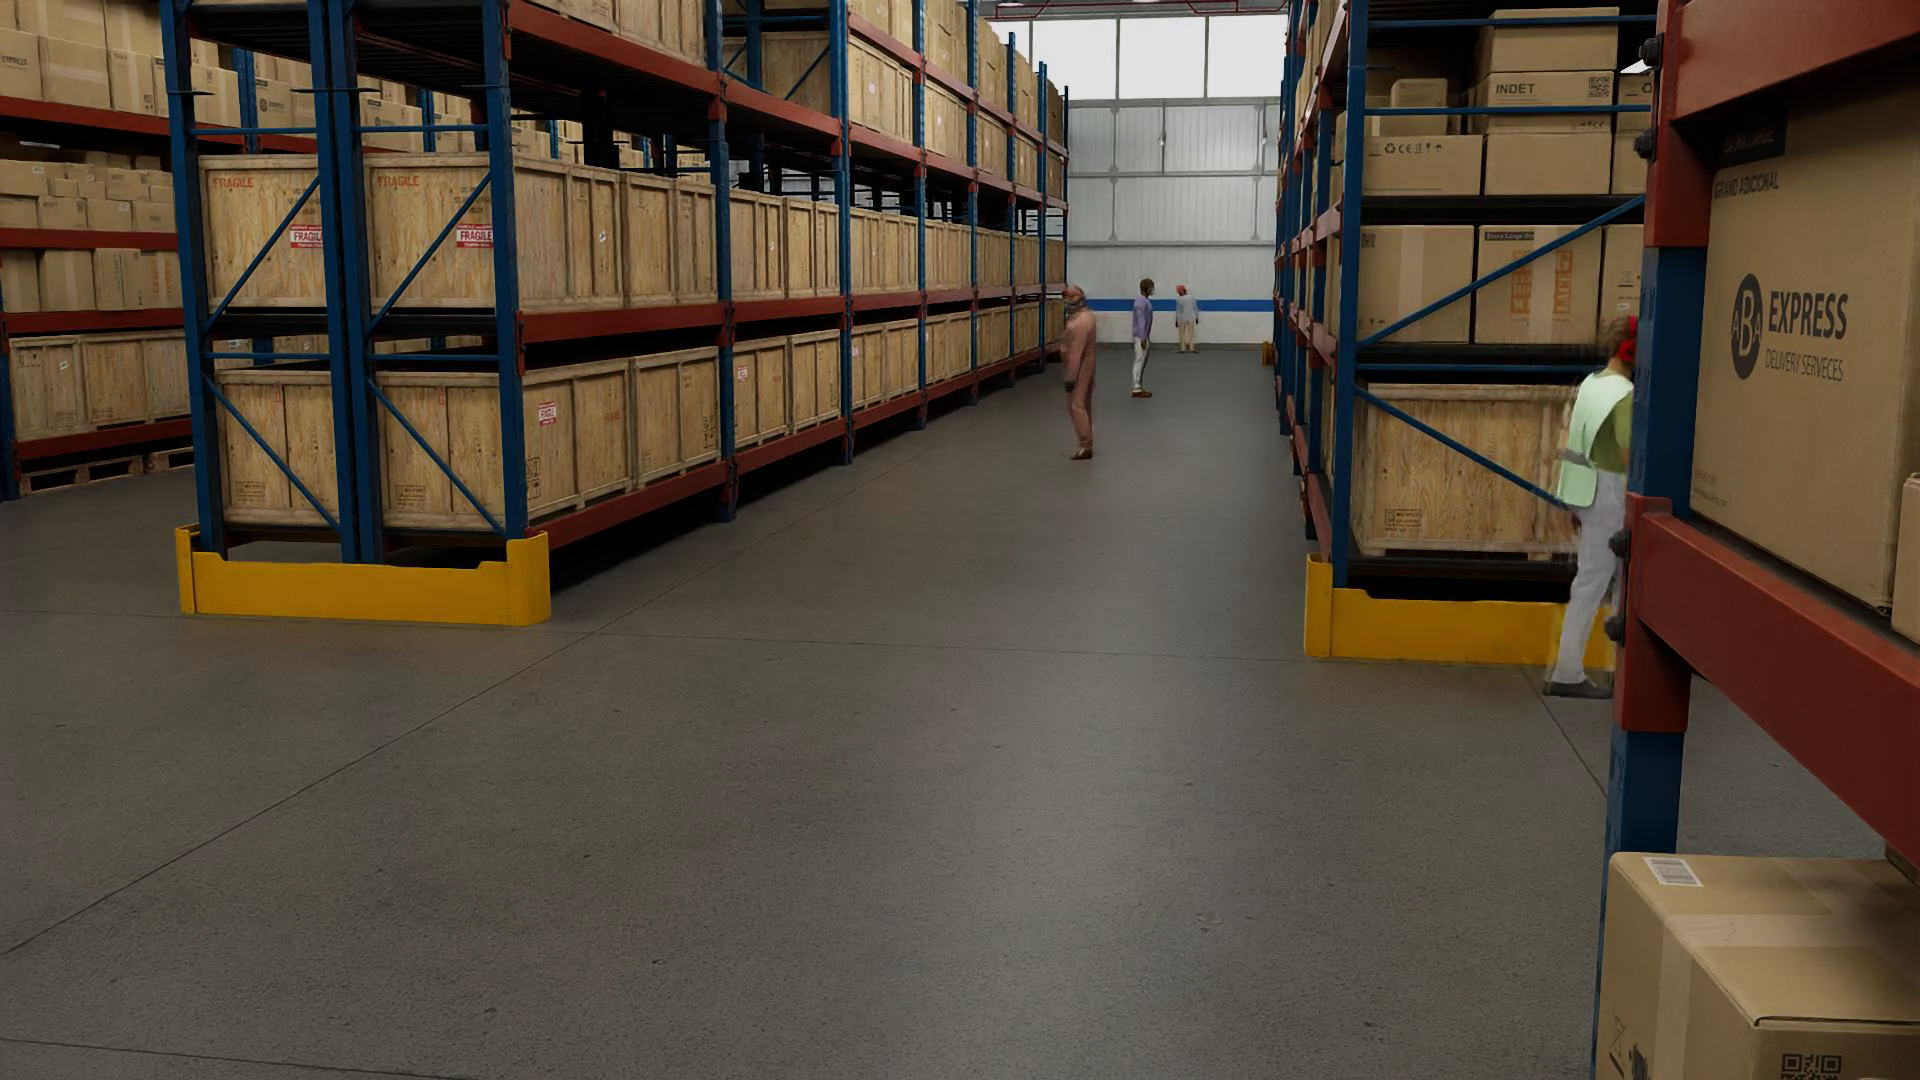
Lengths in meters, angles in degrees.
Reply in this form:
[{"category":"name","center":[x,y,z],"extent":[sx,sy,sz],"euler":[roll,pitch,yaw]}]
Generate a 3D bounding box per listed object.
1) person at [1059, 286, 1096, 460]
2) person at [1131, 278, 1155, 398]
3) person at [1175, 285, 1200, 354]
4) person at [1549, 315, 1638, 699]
[{"category":"person","center":[1.278,-1.816,18.101],"extent":[0.396,1.874,0.753],"euler":[2,9,10]},{"category":"person","center":[2.952,-3.255,26.838],"extent":[0.369,1.930,0.627],"euler":[2,9,10]},{"category":"person","center":[5.643,-5.467,41.249],"extent":[0.685,1.707,0.338],"euler":[-3,10,-19]},{"category":"person","center":[3.161,-0.137,7.802],"extent":[0.753,1.817,0.610],"euler":[1,9,6]}]
